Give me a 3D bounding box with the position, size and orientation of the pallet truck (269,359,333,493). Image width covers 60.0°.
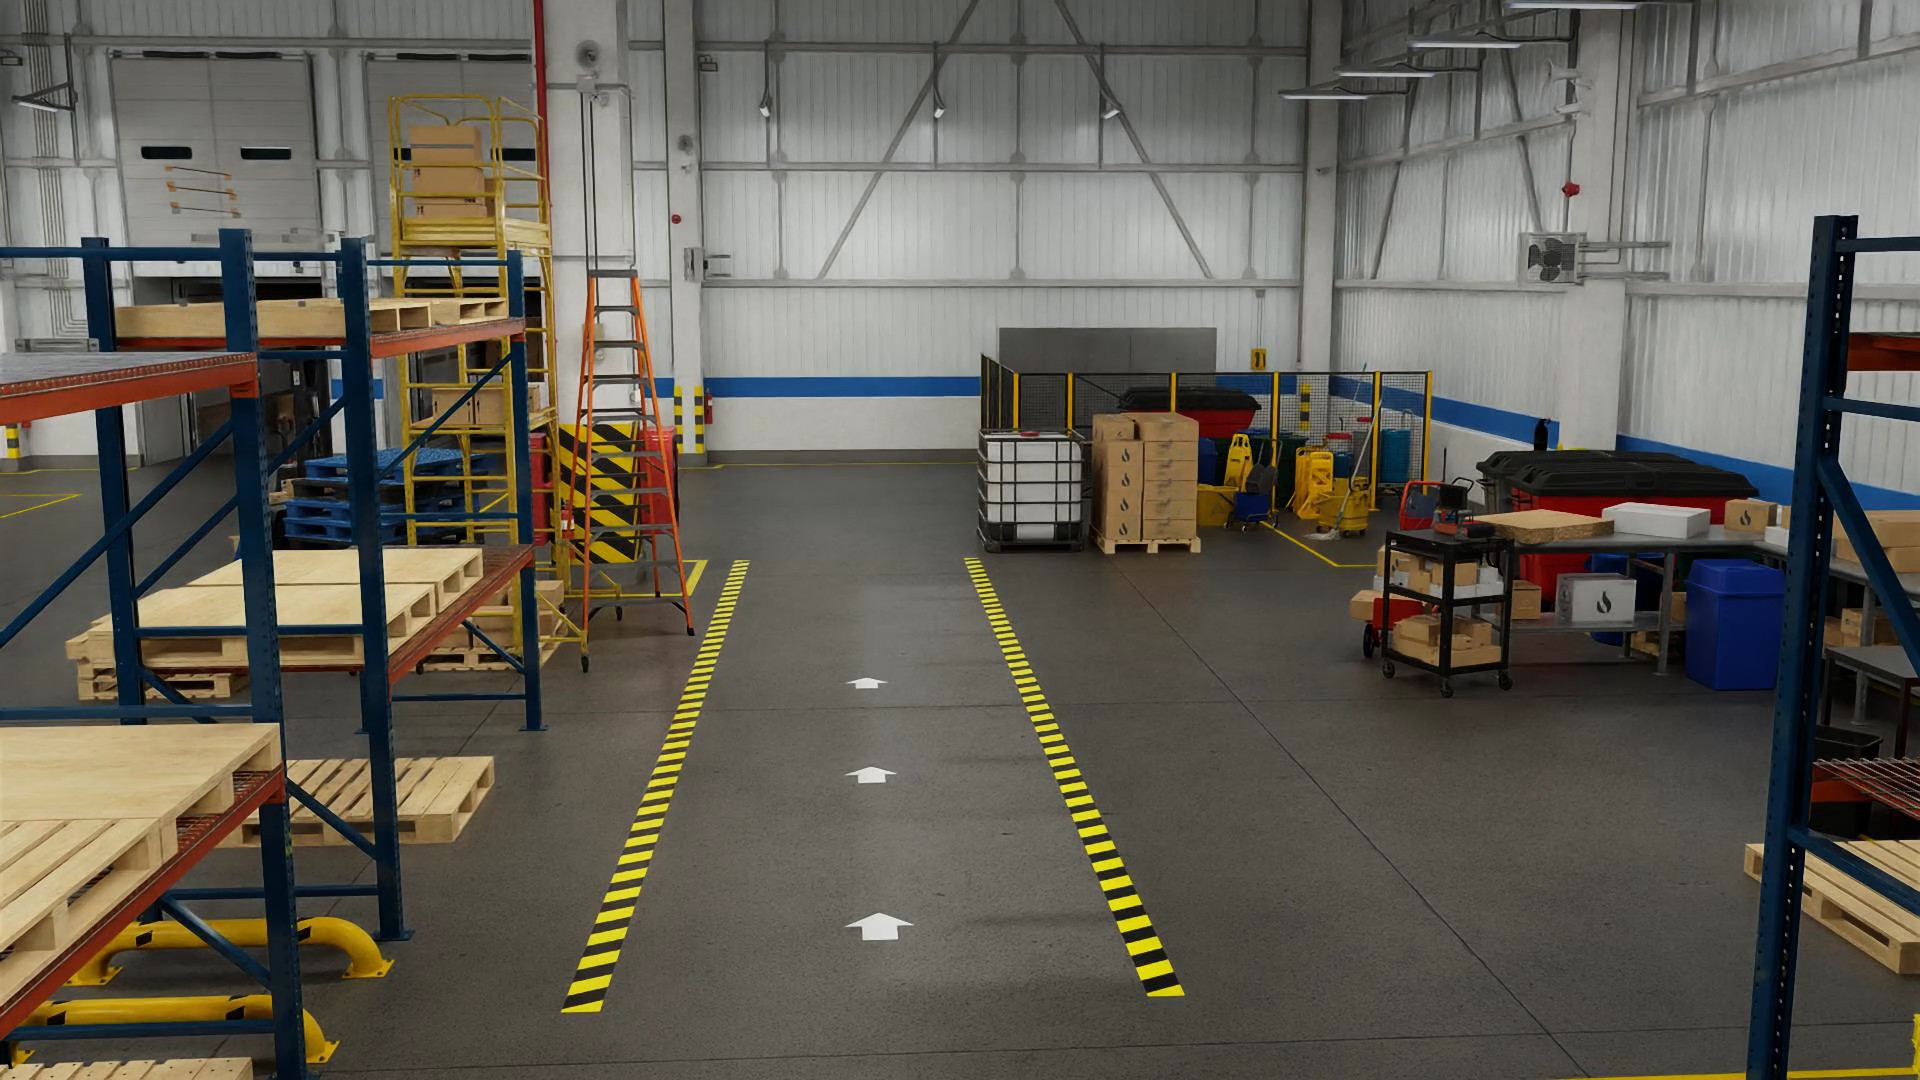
[{"bbox_3d":[-7.062,-1.131,18.996,1.885,1.965,0.823,2,9,13],"label":"pallet truck"}]
